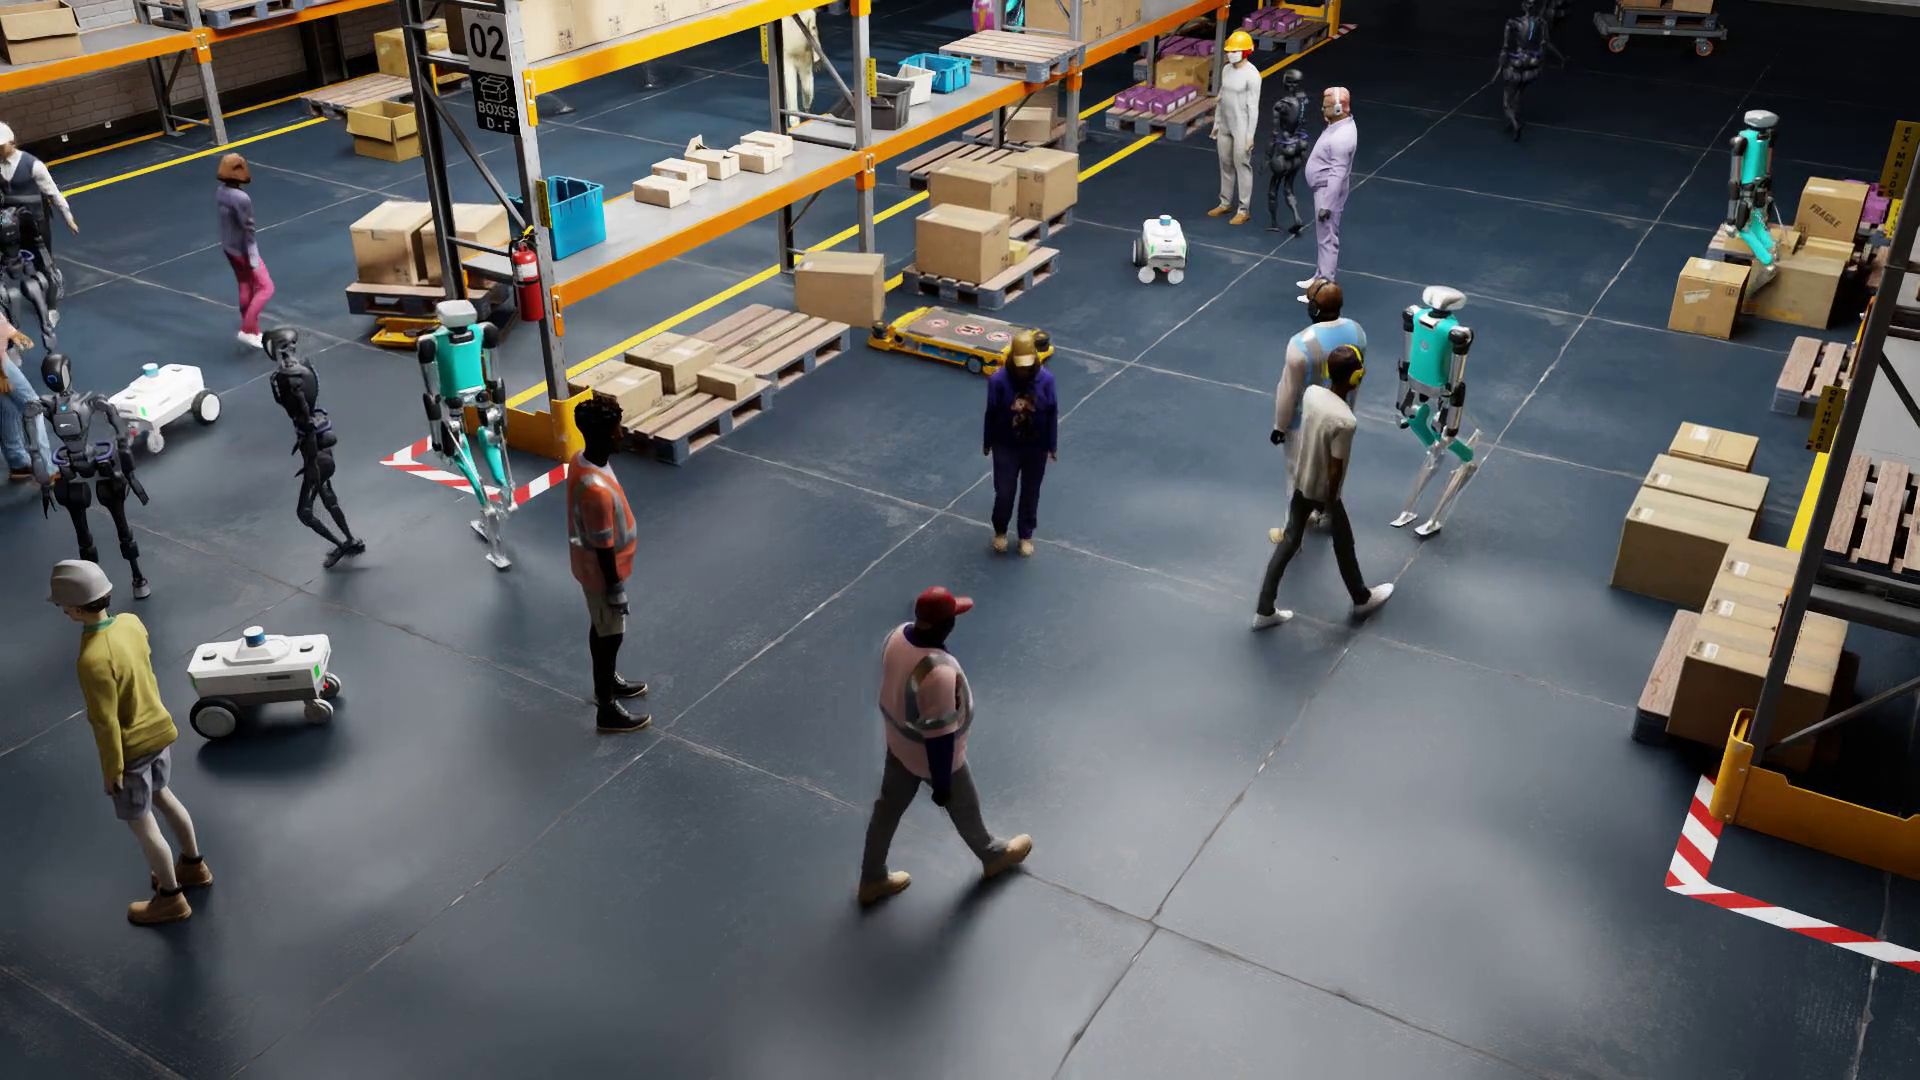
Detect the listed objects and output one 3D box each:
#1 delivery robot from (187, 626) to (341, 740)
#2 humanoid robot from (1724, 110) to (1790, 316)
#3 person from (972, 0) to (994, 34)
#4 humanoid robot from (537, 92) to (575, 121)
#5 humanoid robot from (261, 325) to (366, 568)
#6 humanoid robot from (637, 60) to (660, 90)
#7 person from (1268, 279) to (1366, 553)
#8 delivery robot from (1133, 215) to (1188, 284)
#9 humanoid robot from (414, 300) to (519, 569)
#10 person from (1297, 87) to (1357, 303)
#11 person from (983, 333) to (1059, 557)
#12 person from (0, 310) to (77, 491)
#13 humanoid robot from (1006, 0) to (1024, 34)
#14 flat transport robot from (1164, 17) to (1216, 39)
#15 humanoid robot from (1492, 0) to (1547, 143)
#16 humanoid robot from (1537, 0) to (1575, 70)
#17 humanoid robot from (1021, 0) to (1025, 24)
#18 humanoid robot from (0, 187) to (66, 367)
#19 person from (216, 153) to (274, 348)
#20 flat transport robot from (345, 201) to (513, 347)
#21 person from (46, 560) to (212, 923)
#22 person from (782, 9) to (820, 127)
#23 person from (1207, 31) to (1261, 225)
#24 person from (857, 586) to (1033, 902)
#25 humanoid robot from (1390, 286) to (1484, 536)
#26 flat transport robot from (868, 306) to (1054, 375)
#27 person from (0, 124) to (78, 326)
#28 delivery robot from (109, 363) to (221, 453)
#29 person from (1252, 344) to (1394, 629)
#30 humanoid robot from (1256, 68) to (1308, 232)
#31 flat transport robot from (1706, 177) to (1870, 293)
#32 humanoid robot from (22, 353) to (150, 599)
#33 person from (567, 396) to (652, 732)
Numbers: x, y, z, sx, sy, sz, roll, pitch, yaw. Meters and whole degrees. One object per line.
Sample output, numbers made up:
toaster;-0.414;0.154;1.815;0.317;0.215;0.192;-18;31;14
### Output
delivery robot;-3.917;0.770;9.309;0.811;0.613;0.499;-4;30;-8
humanoid robot;6.931;-2.745;14.340;0.543;1.797;0.759;-18;34;-29
person;0.306;-6.351;20.573;0.320;1.845;0.522;11;31;18
humanoid robot;-5.100;-5.834;19.819;0.534;1.774;1.015;23;37;34
humanoid robot;-4.110;-0.602;10.568;0.391;1.647;0.609;-14;33;-24
humanoid robot;-4.031;-6.603;21.092;0.530;1.751;0.769;17;33;27
person;2.275;-0.799;10.768;0.629;1.833;0.431;-20;35;-32
delivery robot;1.883;-2.729;15.465;0.520;0.582;0.741;0;29;0
humanoid robot;-3.026;-0.617;10.549;0.541;1.781;0.847;-23;37;-34
person;3.232;-3.039;14.658;0.414;1.905;0.640;5;30;9
person;0.396;-0.591;10.631;0.454;1.603;0.433;-4;30;-7
person;-6.627;-1.285;11.489;0.532;1.977;0.616;-26;38;-37
humanoid robot;0.706;-7.281;22.375;0.547;1.768;0.893;21;35;32
flat transport robot;3.095;-7.332;23.912;0.659;0.231;1.431;17;34;27
humanoid robot;6.506;-5.449;19.166;0.610;1.630;0.633;-6;30;-11
humanoid robot;7.975;-7.140;22.164;0.599;1.624;0.649;-19;35;-30
humanoid robot;1.113;-6.740;21.419;0.562;1.791;0.979;9;31;15
humanoid robot;-7.525;-2.099;13.245;0.609;1.640;0.615;21;36;32
person;-5.951;-2.389;13.795;0.514;1.608;0.414;23;37;35
flat transport robot;-4.522;-2.025;14.523;0.659;0.231;1.431;4;30;7
person;-3.811;0.924;7.678;0.412;1.879;0.487;0;29;-1
person;-1.925;-5.667;19.478;0.574;1.731;0.670;-2;30;-3
person;2.731;-4.109;16.567;0.379;1.888;0.563;-18;34;-28
person;-0.109;0.938;7.819;0.915;1.703;0.628;-15;33;-25
humanoid robot;3.202;-0.860;10.941;0.682;1.768;0.537;-17;34;-28
flat transport robot;0.002;-1.668;13.892;1.431;0.231;0.659;16;33;26
person;-8.026;-2.766;14.346;0.768;1.735;0.764;-3;30;-6
delivery robot;-6.000;-1.038;12.491;0.499;0.598;0.789;8;30;13
person;2.207;-0.316;9.937;0.946;1.810;0.504;-14;32;-23
humanoid robot;3.210;-3.771;16.209;0.505;1.640;0.592;24;38;36
flat transport robot;7.447;-2.371;15.136;0.659;0.231;1.431;16;33;27
humanoid robot;-5.311;-0.372;10.154;0.599;1.657;0.315;-8;30;-14
person;-1.913;0.132;9.000;0.379;1.957;0.603;-8;30;-13
